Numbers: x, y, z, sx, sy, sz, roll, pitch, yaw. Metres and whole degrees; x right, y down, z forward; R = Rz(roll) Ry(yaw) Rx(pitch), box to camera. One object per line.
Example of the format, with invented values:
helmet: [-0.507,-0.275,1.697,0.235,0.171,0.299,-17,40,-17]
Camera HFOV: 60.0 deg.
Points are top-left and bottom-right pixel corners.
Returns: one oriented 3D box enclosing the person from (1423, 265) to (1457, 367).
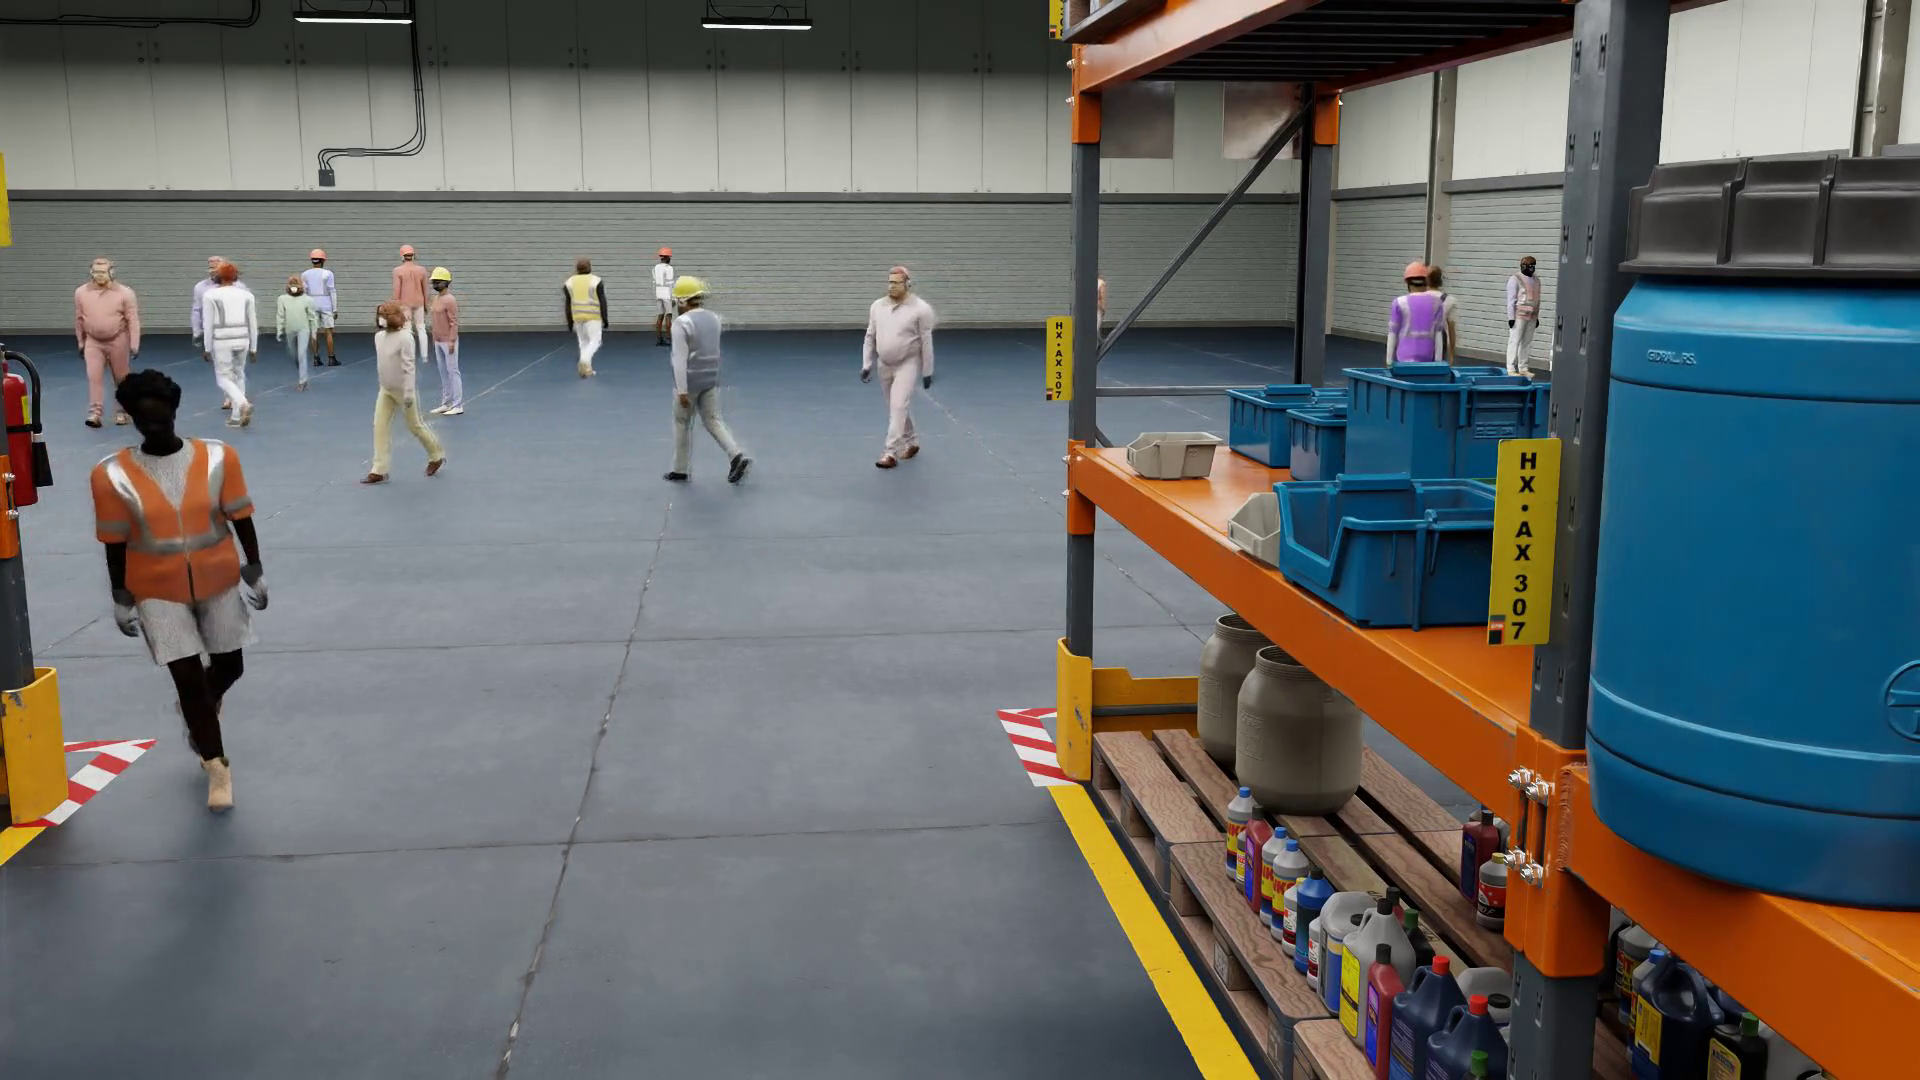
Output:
person: [5.016,-2.014,17.812,0.505,1.831,0.414,0,10,0]

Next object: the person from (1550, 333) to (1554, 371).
person: [5.925,-1.643,16.280,0.309,1.639,0.522,4,11,23]

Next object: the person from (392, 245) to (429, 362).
person: [-9.329,-4.001,28.237,0.623,1.989,0.400,-9,14,-41]

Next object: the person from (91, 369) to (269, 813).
person: [-2.961,0.164,6.326,0.565,1.665,0.675,-7,12,-33]

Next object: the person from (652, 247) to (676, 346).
person: [-5.752,-4.761,32.561,0.551,1.932,0.378,8,13,38]

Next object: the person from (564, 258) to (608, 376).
person: [-5.692,-3.367,25.234,0.632,1.820,0.689,3,11,14]

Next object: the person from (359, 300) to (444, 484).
person: [-4.910,-1.315,14.600,0.516,1.593,0.846,6,12,30]

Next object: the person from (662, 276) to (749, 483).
person: [-2.219,-1.368,14.330,0.792,1.805,0.595,7,13,36]

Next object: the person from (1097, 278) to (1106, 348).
person: [2.387,-4.192,30.262,0.541,1.625,0.479,1,10,5]

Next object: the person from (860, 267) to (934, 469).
person: [-0.572,-1.632,15.655,0.637,1.858,1.032,6,12,28]

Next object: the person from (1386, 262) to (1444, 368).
person: [4.639,-1.874,16.871,0.543,1.891,0.987,-2,10,-9]

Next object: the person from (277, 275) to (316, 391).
person: [-9.281,-2.917,23.357,0.499,1.606,0.742,0,10,-3]

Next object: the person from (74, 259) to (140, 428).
person: [-9.553,-2.185,18.602,0.683,1.864,0.920,-3,11,-14]

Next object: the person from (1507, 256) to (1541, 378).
person: [8.548,-3.367,25.176,0.630,1.842,0.429,-6,12,-30]

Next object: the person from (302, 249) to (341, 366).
person: [-10.552,-3.835,27.482,0.544,1.937,0.358,0,10,2]

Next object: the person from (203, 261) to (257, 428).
person: [-8.019,-2.140,18.379,0.687,1.868,0.580,8,13,38]

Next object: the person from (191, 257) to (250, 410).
person: [-9.126,-2.536,20.507,0.644,1.884,0.645,1,10,4]

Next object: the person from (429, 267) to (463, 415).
person: [-6.207,-2.384,19.994,0.321,1.768,0.529,-9,14,-42]
